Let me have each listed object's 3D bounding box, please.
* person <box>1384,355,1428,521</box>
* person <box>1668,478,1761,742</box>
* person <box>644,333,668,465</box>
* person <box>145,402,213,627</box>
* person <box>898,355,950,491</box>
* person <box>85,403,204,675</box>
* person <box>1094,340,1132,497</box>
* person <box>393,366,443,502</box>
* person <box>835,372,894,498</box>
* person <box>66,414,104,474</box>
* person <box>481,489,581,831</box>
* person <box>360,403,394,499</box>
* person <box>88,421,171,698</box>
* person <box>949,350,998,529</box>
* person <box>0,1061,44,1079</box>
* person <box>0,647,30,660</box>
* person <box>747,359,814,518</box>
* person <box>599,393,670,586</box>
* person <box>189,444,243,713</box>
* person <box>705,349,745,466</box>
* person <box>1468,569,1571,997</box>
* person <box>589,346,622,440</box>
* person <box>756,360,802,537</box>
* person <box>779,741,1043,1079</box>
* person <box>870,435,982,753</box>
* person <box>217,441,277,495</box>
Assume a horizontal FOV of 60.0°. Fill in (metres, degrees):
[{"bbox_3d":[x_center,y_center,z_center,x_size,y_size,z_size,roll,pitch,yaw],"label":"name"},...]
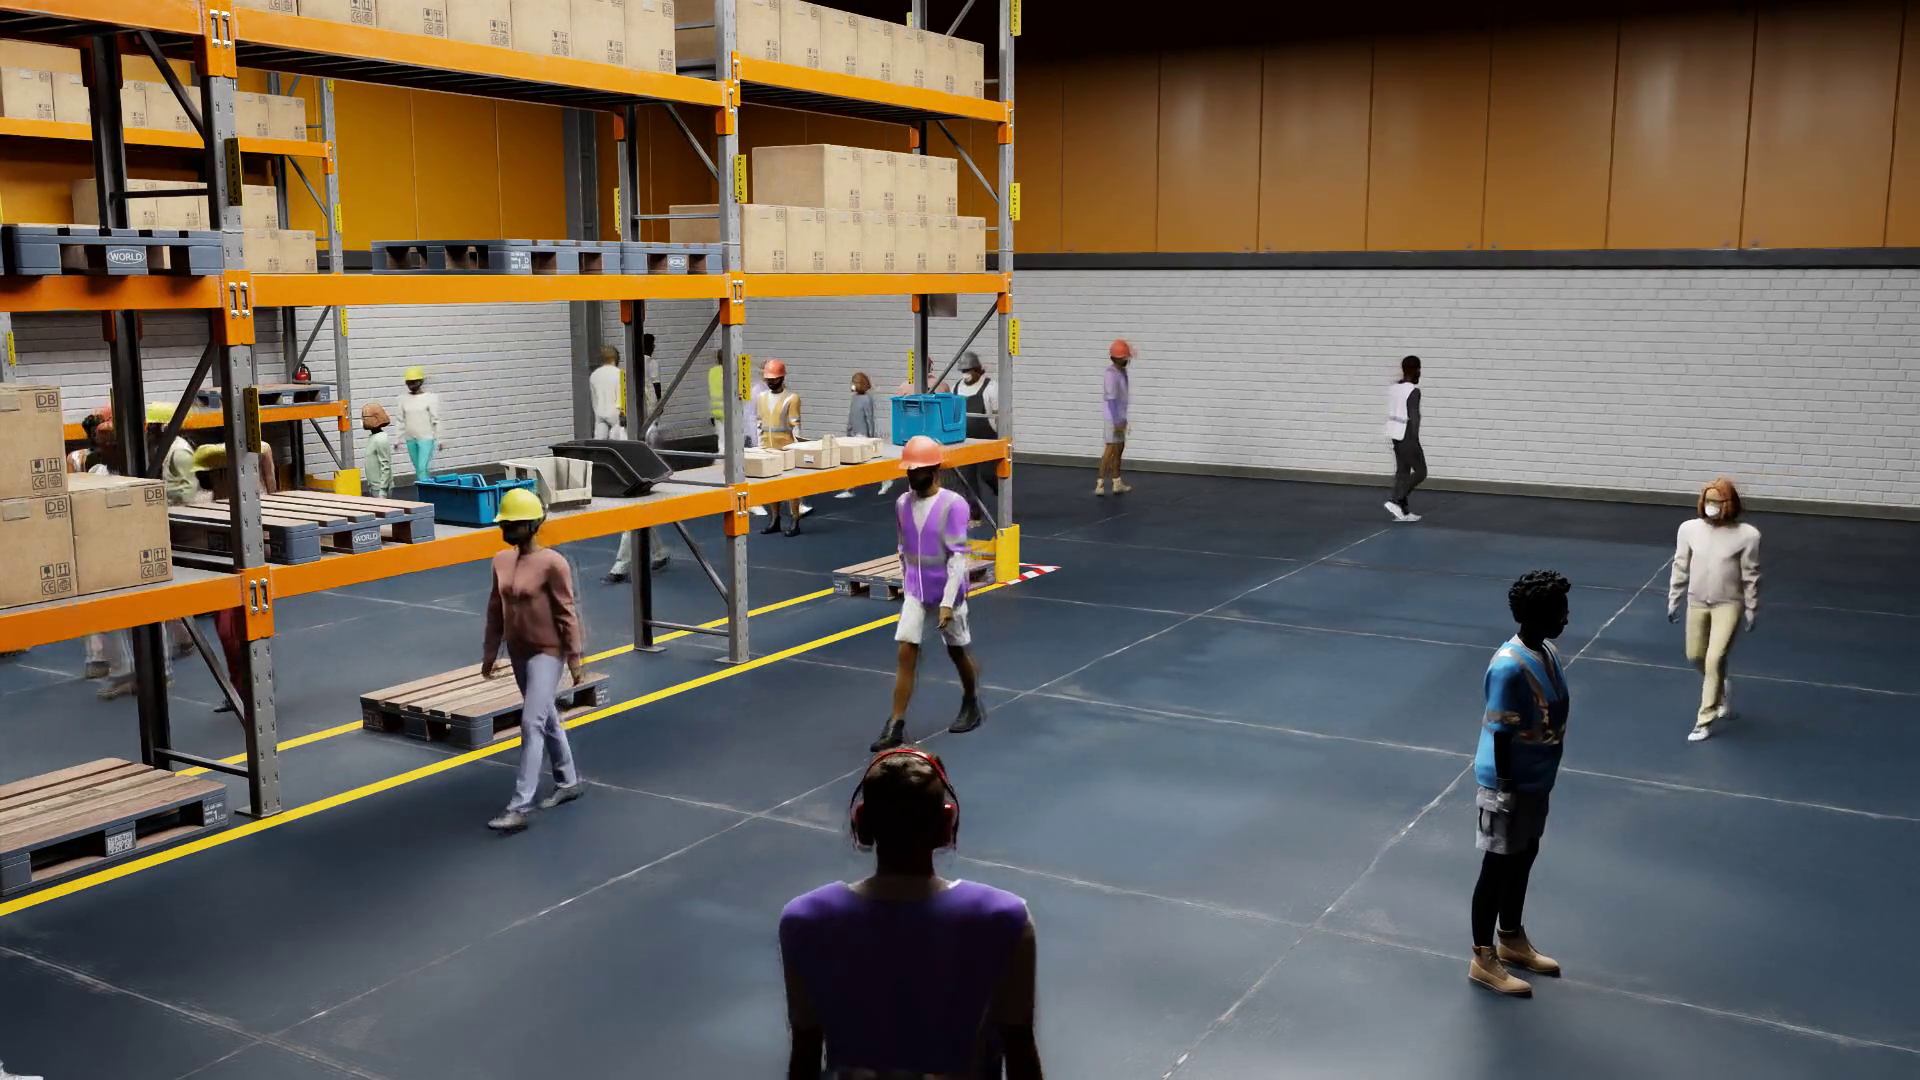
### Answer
[{"bbox_3d":[5.095,-1.149,18.984,0.434,1.906,0.628,-2,9,-10],"label":"person"},{"bbox_3d":[4.677,0.402,10.265,0.687,1.609,0.504,-9,12,-43],"label":"person"},{"bbox_3d":[-4.597,-2.069,24.563,0.614,1.965,0.361,8,12,41],"label":"person"},{"bbox_3d":[-6.407,-0.204,13.419,0.682,1.808,0.593,-6,11,-32],"label":"person"},{"bbox_3d":[-0.424,-1.215,19.419,0.639,1.910,0.407,-2,9,-11],"label":"person"},{"bbox_3d":[-5.978,-0.032,12.010,0.619,1.923,1.031,1,9,5],"label":"person"},{"bbox_3d":[2.019,-1.558,21.285,0.436,2.004,0.872,4,10,24],"label":"person"},{"bbox_3d":[-6.444,-1.172,19.632,0.544,1.737,0.753,2,9,14],"label":"person"},{"bbox_3d":[-1.209,-1.344,21.183,0.817,1.598,0.499,-4,10,-23],"label":"person"},{"bbox_3d":[-7.063,-0.193,13.709,0.532,1.693,0.319,-3,10,-18],"label":"person"},{"bbox_3d":[-2.260,0.609,8.564,0.543,1.739,0.831,6,11,34],"label":"person"},{"bbox_3d":[-5.449,-0.466,15.594,0.264,1.632,0.507,-5,10,-30],"label":"person"},{"bbox_3d":[-5.567,0.141,11.060,0.627,1.868,0.614,4,10,22],"label":"person"},{"bbox_3d":[0.216,-1.165,18.695,0.701,2.000,0.785,5,11,30],"label":"person"},{"bbox_3d":[-3.558,1.156,5.531,0.700,1.615,0.522,-7,12,-38],"label":"person"},{"bbox_3d":[-7.040,-0.118,12.205,0.633,2.021,0.441,2,9,15],"label":"person"},{"bbox_3d":[-2.141,-1.163,19.265,0.664,1.848,1.013,-9,13,-43],"label":"person"},{"bbox_3d":[-3.025,-0.513,15.444,0.601,1.790,0.948,7,11,36],"label":"person"},{"bbox_3d":[-4.749,0.258,10.688,0.554,1.749,0.425,4,10,24],"label":"person"},{"bbox_3d":[-3.227,-1.725,22.823,0.635,1.830,0.486,7,12,39],"label":"person"},{"bbox_3d":[2.226,0.947,6.605,0.320,1.694,0.534,7,12,38],"label":"person"},{"bbox_3d":[-4.644,-1.623,22.090,0.639,1.879,1.059,4,10,24],"label":"person"},{"bbox_3d":[-1.971,-0.986,17.967,0.553,1.925,0.410,6,11,31],"label":"person"},{"bbox_3d":[-0.115,1.366,3.621,0.574,1.821,0.781,1,9,9],"label":"person"},{"bbox_3d":[-0.171,0.306,10.024,0.547,1.889,0.992,5,11,31],"label":"person"},{"bbox_3d":[-6.255,-0.306,14.572,0.513,1.642,0.311,-4,10,-26],"label":"person"}]
